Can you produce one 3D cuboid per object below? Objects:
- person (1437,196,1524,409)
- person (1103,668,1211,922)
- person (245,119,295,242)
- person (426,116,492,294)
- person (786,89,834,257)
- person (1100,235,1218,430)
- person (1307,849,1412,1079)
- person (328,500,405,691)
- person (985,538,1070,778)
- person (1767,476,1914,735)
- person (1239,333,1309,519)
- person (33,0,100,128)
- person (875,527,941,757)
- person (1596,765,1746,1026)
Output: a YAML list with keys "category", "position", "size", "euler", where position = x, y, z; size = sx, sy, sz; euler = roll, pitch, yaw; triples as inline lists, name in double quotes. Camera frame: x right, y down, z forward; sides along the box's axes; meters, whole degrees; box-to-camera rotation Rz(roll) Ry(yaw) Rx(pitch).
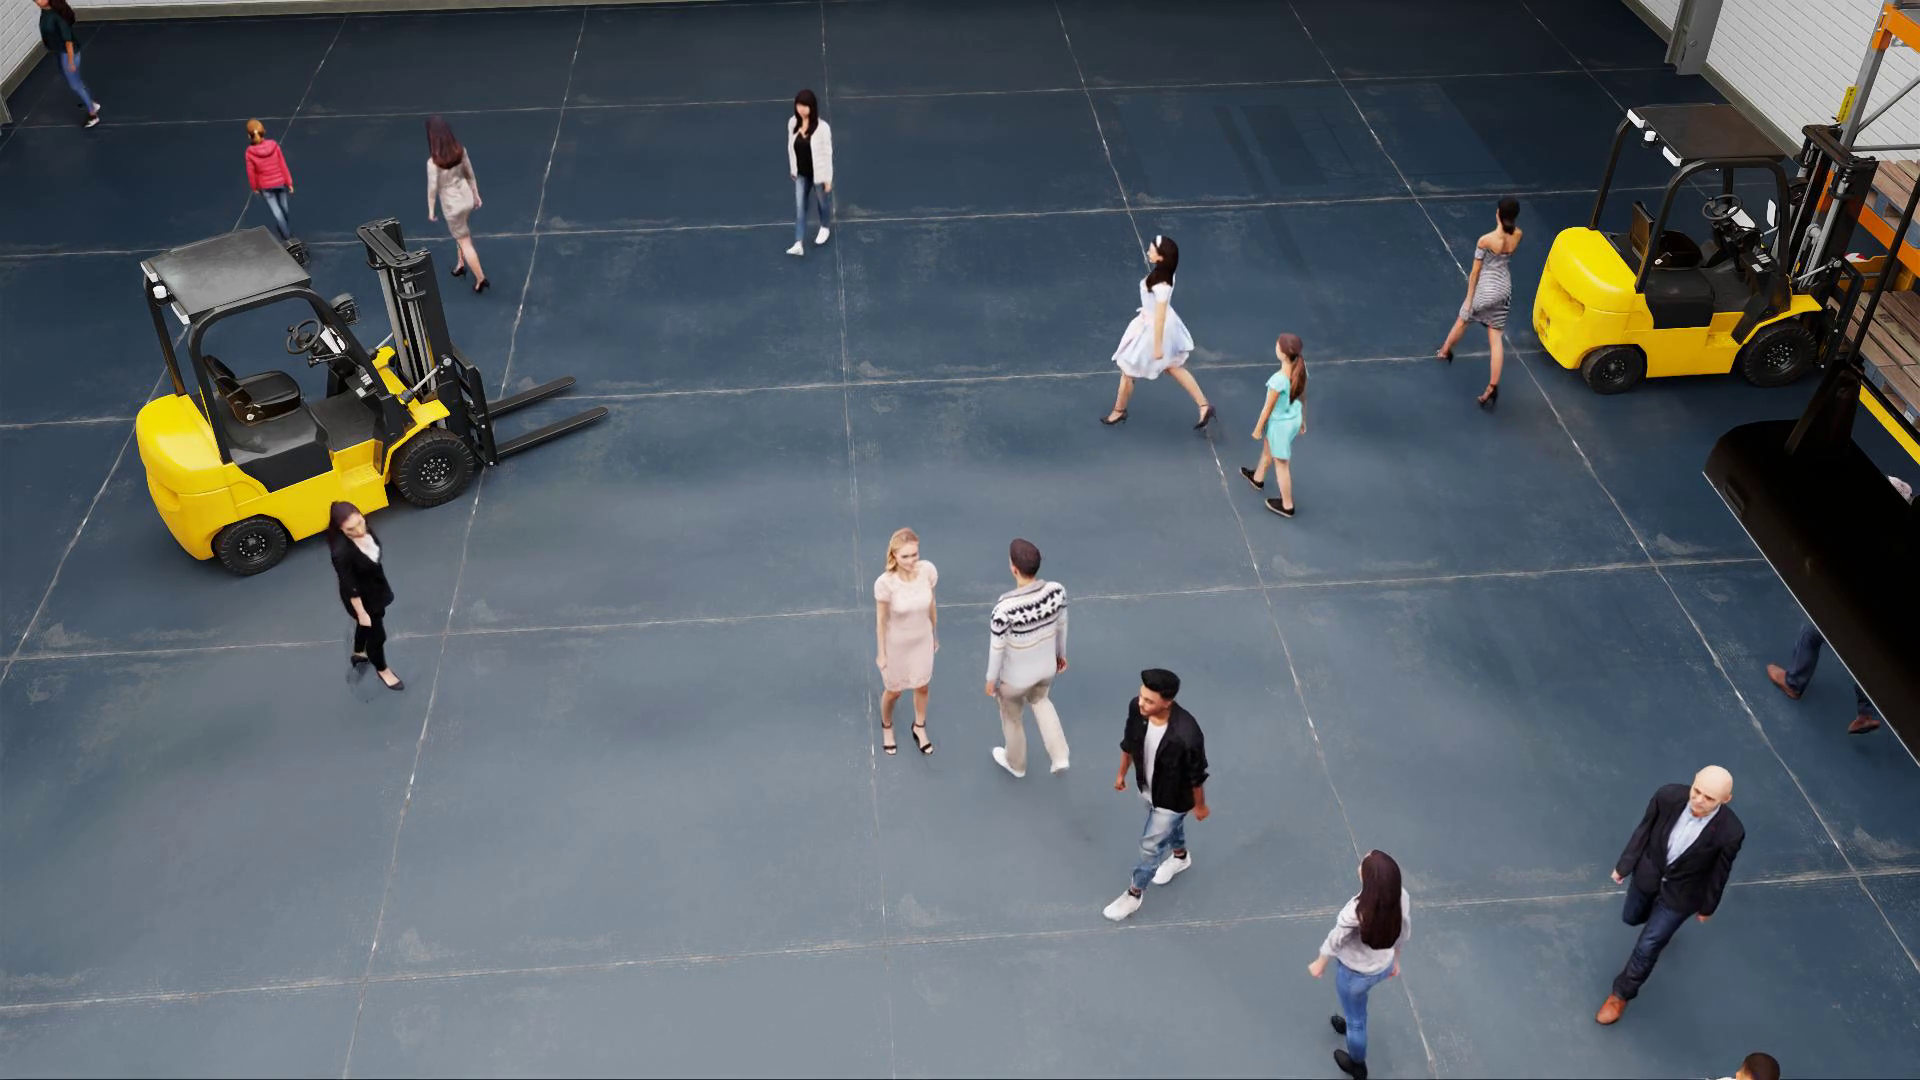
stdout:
- category: "person"
  position: [4.436, -1.932, 13.760]
  size: [0.725, 1.770, 1.153]
  euler: [-12, 40, -14]
- category: "person"
  position: [1.268, 1.375, 9.612]
  size: [1.032, 1.778, 1.054]
  euler: [-24, 44, -27]
- category: "person"
  position: [-6.555, -3.352, 15.930]
  size: [0.816, 1.280, 0.984]
  euler: [-25, 45, -27]
- category: "person"
  position: [-4.516, -3.004, 15.139]
  size: [0.920, 1.723, 0.880]
  euler: [21, 43, 24]
- category: "person"
  position: [-1.384, -3.555, 15.922]
  size: [0.886, 1.608, 1.091]
  euler: [11, 40, 14]
- category: "person"
  position: [1.671, -1.601, 13.341]
  size: [0.980, 1.776, 1.215]
  euler: [9, 40, 11]
- category: "person"
  position: [2.148, 2.272, 8.619]
  size: [0.727, 1.616, 0.766]
  euler: [-23, 44, -26]
- category: "person"
  position: [-3.961, 0.346, 11.021]
  size: [0.790, 1.627, 0.699]
  euler: [-5, 39, -6]
- category: "person"
  position: [0.458, 0.836, 10.237]
  size: [0.909, 1.841, 0.974]
  euler: [-21, 43, -24]
- category: "person"
  position: [5.810, 0.449, 10.686]
  size: [0.857, 1.885, 1.178]
  euler: [-10, 40, -12]
- category: "person"
  position: [2.504, -0.843, 12.584]
  size: [0.844, 1.536, 0.953]
  euler: [-30, 47, -32]
- category: "person"
  position: [-9.722, -5.301, 18.118]
  size: [0.935, 1.596, 0.864]
  euler: [-25, 45, -28]
- category: "person"
  position: [-0.340, 0.642, 10.487]
  size: [0.653, 1.832, 0.649]
  euler: [-15, 41, -18]
- category: "person"
  position: [3.879, 1.826, 9.045]
  size: [1.131, 1.782, 1.147]
  euler: [-30, 47, -32]
